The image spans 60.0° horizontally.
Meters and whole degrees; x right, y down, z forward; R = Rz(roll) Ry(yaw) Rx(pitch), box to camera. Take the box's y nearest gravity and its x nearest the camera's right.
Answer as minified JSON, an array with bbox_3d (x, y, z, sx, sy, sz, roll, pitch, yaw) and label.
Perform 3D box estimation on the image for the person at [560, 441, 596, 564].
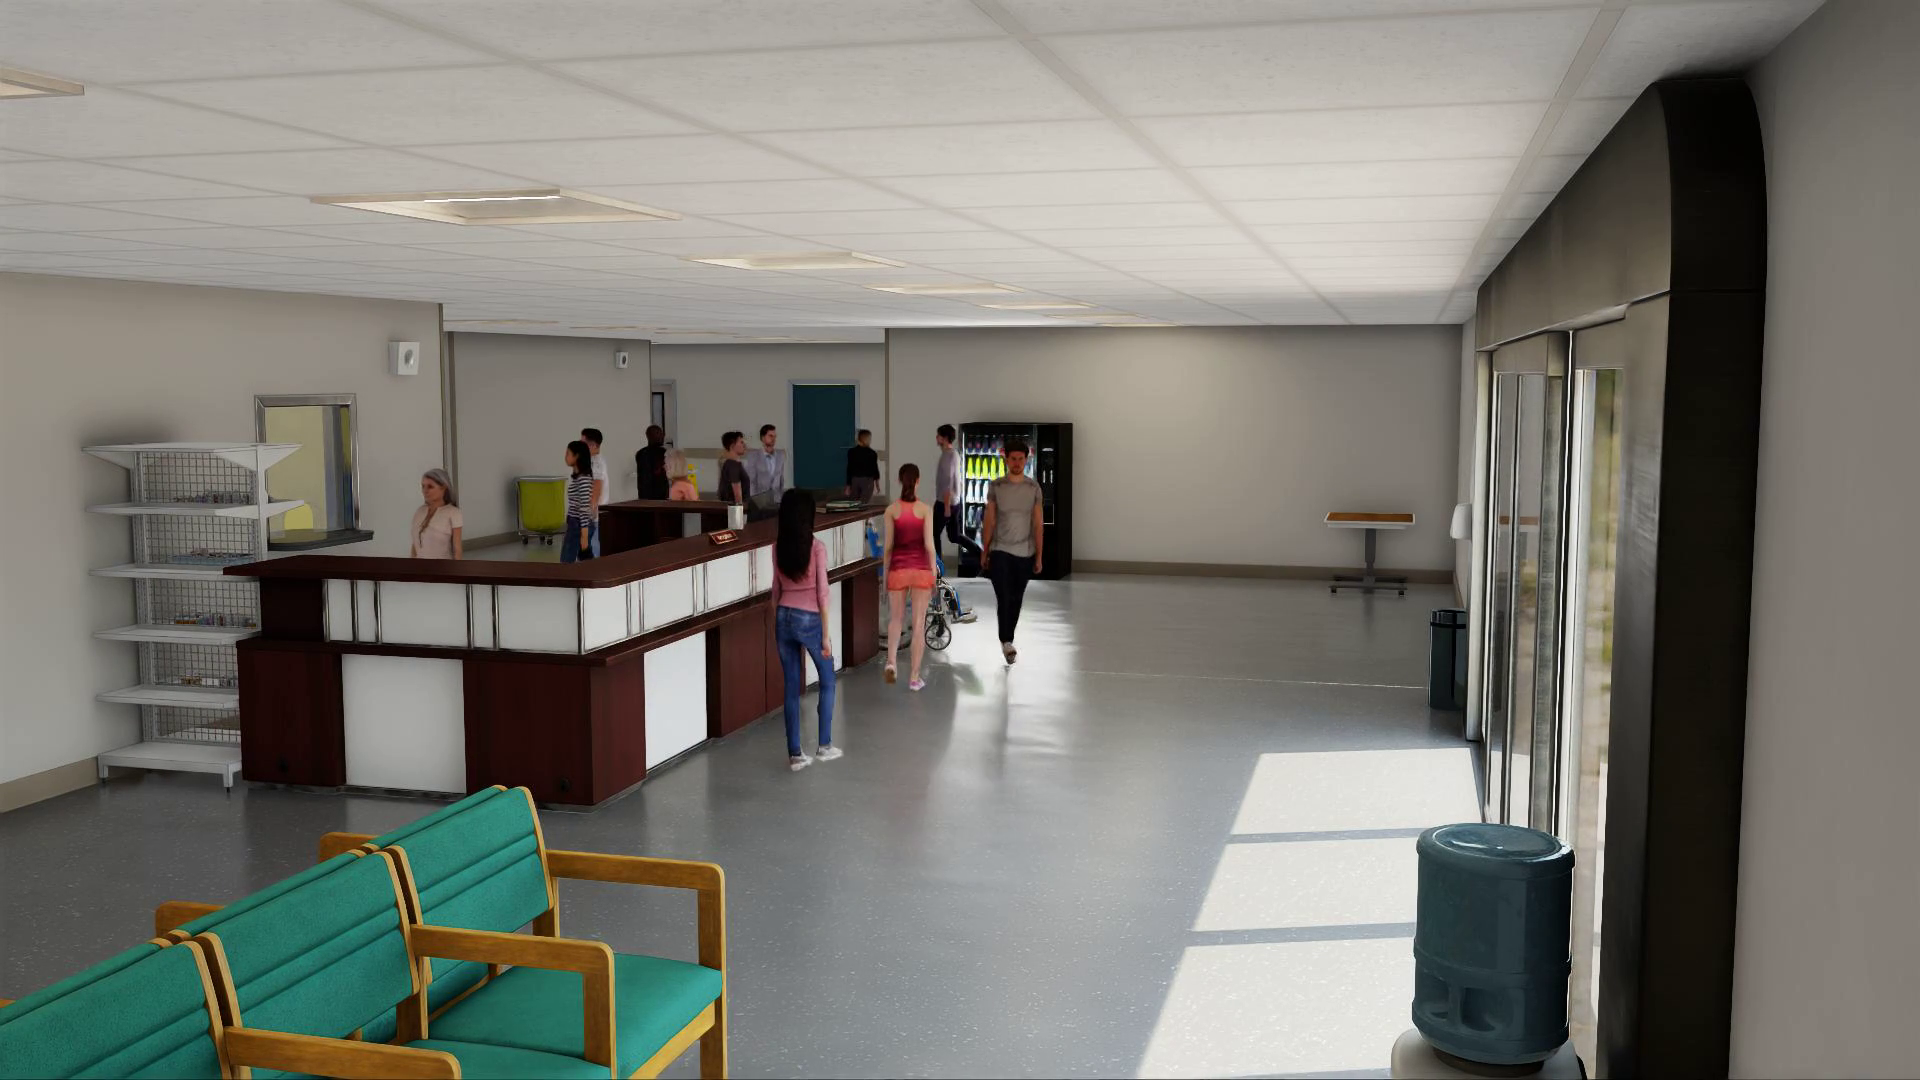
[{"bbox_3d":[-3.487,-0.031,15.715,1.173,1.766,0.954,-1,6,-15],"label":"person"}]

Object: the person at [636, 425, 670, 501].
[{"bbox_3d":[-3.685,-0.464,19.851,0.593,1.816,0.704,1,6,11],"label":"person"}]

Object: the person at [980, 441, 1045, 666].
[{"bbox_3d":[0.424,0.125,13.928,1.281,1.829,1.039,-1,6,-5],"label":"person"}]

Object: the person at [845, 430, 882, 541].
[{"bbox_3d":[-1.372,-0.651,22.742,1.065,1.610,0.766,2,6,22],"label":"person"}]

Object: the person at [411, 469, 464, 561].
[{"bbox_3d":[-3.850,0.339,12.259,0.507,1.737,0.673,2,6,21],"label":"person"}]

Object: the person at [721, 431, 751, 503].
[{"bbox_3d":[-2.282,-0.178,16.824,0.733,1.854,0.727,-2,6,-17],"label":"person"}]

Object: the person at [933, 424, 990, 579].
[{"bbox_3d":[-0.052,-0.417,19.382,1.090,1.817,0.679,1,6,12],"label":"person"}]

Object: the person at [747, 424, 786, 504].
[{"bbox_3d":[-2.305,-0.425,19.389,0.811,1.831,0.872,-3,6,-28],"label":"person"}]

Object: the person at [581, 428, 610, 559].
[{"bbox_3d":[-3.735,-0.240,17.484,0.795,1.845,0.787,-1,6,-12],"label":"person"}]

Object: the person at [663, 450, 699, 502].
[{"bbox_3d":[-2.502,0.030,15.618,1.200,1.680,0.804,0,6,0],"label":"person"}]

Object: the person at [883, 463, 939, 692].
[{"bbox_3d":[-0.398,0.294,12.686,0.612,1.742,0.628,1,6,12],"label":"person"}]

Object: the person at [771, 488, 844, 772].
[{"bbox_3d":[-1.011,0.549,10.179,0.680,1.736,0.724,2,6,23],"label":"person"}]
